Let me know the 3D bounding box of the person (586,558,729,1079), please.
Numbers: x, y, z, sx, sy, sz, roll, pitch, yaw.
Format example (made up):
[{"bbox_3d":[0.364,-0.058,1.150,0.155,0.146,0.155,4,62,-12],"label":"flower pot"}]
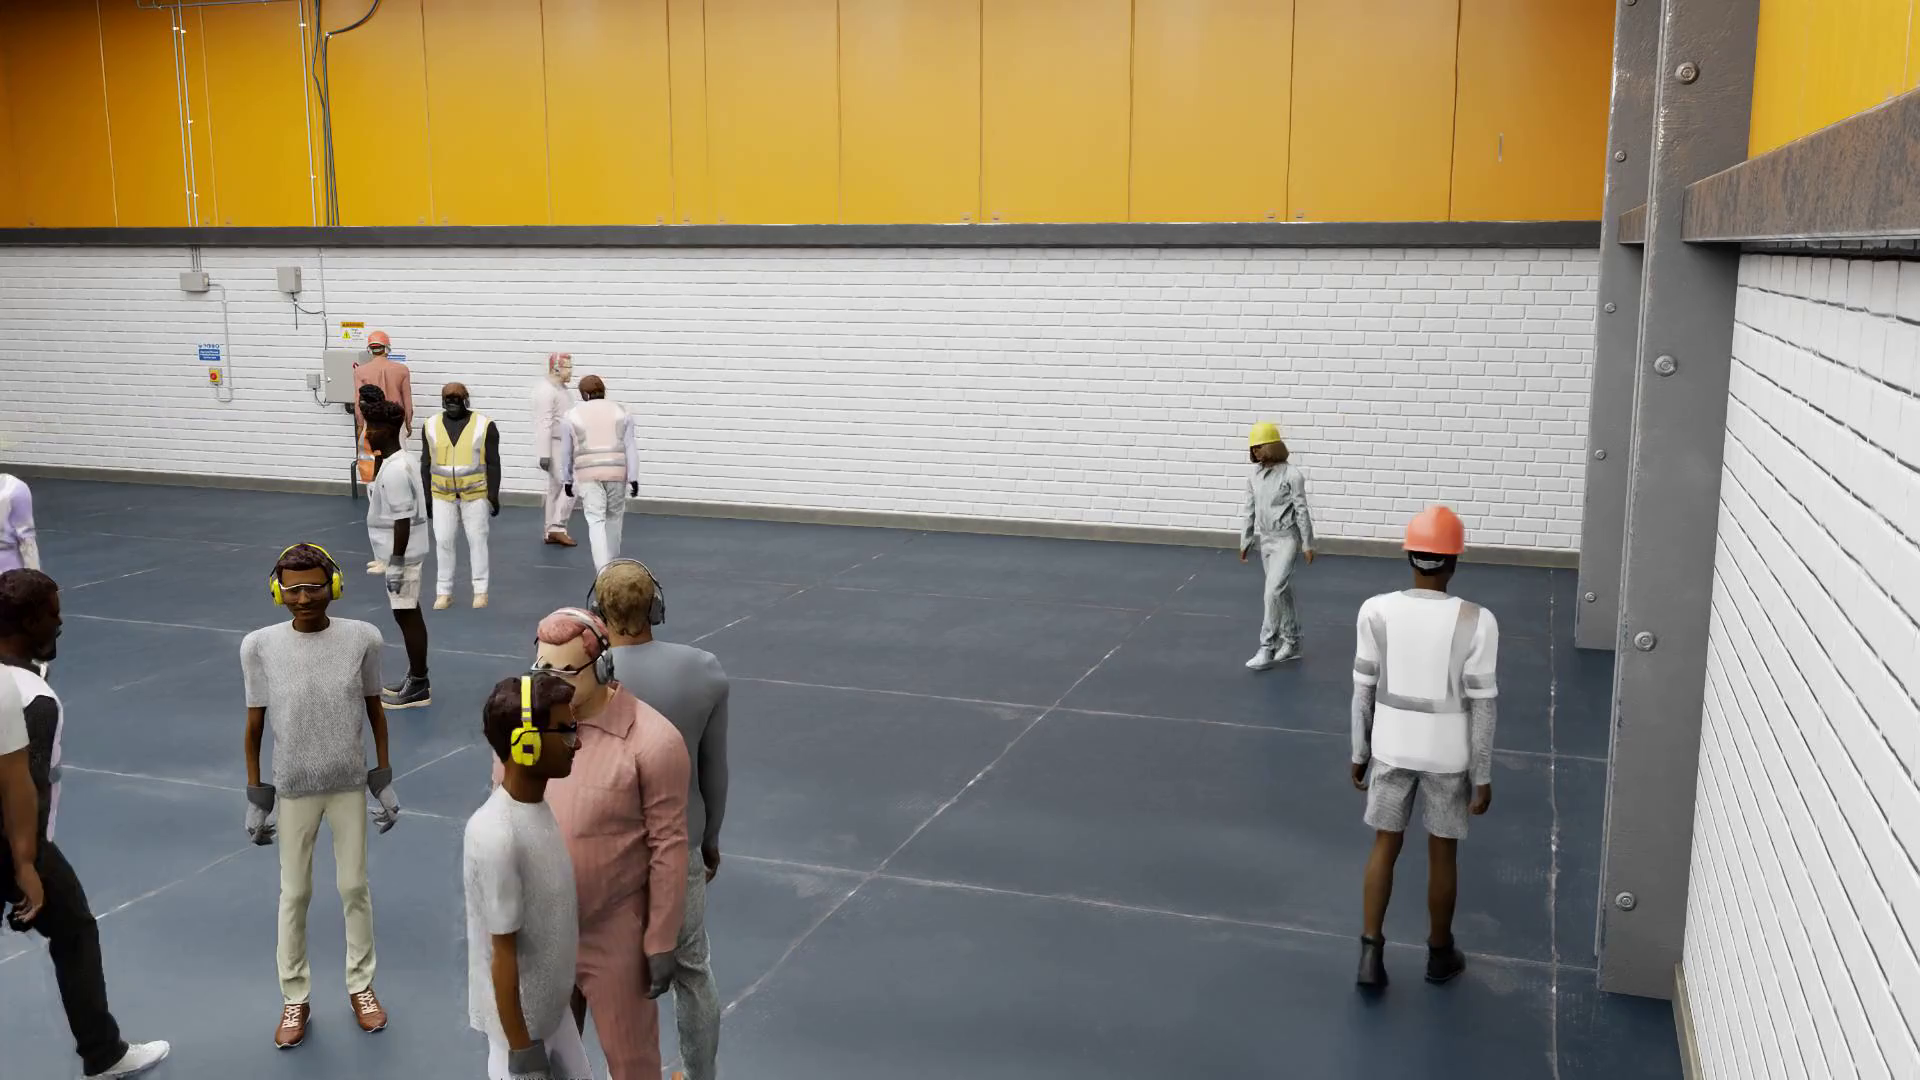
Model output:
[{"bbox_3d":[-1.036,1.018,5.384,0.628,1.936,0.377,-7,12,-35],"label":"person"}]

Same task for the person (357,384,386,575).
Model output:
[{"bbox_3d":[-5.204,-0.542,14.840,0.315,1.696,0.541,-3,11,-17],"label":"person"}]

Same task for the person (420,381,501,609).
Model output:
[{"bbox_3d":[-4.027,-0.361,13.420,0.636,1.842,0.429,-1,10,-5],"label":"person"}]

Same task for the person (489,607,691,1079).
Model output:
[{"bbox_3d":[-1.108,1.129,4.856,0.640,1.904,0.409,3,10,16],"label":"person"}]

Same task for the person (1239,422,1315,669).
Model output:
[{"bbox_3d":[2.142,0.037,11.527,0.723,1.702,0.514,-6,12,-32],"label":"person"}]

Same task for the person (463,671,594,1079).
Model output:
[{"bbox_3d":[-1.171,1.256,4.306,0.800,1.845,0.554,1,10,3],"label":"person"}]

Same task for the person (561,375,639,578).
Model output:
[{"bbox_3d":[-3.144,-0.538,14.539,0.651,1.788,0.939,-4,11,-19],"label":"person"}]

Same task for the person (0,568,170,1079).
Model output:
[{"bbox_3d":[-3.217,1.036,5.497,0.589,1.875,0.944,6,12,32],"label":"person"}]

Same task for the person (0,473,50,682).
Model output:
[{"bbox_3d":[-5.858,0.204,10.098,0.598,1.900,0.884,1,10,5],"label":"person"}]

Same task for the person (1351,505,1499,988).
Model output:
[{"bbox_3d":[1.805,0.826,6.505,0.556,1.939,0.488,6,12,29],"label":"person"}]

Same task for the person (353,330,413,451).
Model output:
[{"bbox_3d":[-6.323,-1.298,18.269,0.613,1.991,0.391,-5,11,-28],"label":"person"}]

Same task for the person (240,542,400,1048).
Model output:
[{"bbox_3d":[-2.347,0.921,6.120,0.534,1.868,0.309,-5,11,-24],"label":"person"}]

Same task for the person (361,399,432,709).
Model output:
[{"bbox_3d":[-3.564,0.084,10.556,0.366,1.962,0.612,-2,10,-13],"label":"person"}]

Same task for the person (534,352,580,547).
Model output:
[{"bbox_3d":[-3.852,-0.873,16.162,0.544,1.888,0.674,0,10,1],"label":"person"}]
